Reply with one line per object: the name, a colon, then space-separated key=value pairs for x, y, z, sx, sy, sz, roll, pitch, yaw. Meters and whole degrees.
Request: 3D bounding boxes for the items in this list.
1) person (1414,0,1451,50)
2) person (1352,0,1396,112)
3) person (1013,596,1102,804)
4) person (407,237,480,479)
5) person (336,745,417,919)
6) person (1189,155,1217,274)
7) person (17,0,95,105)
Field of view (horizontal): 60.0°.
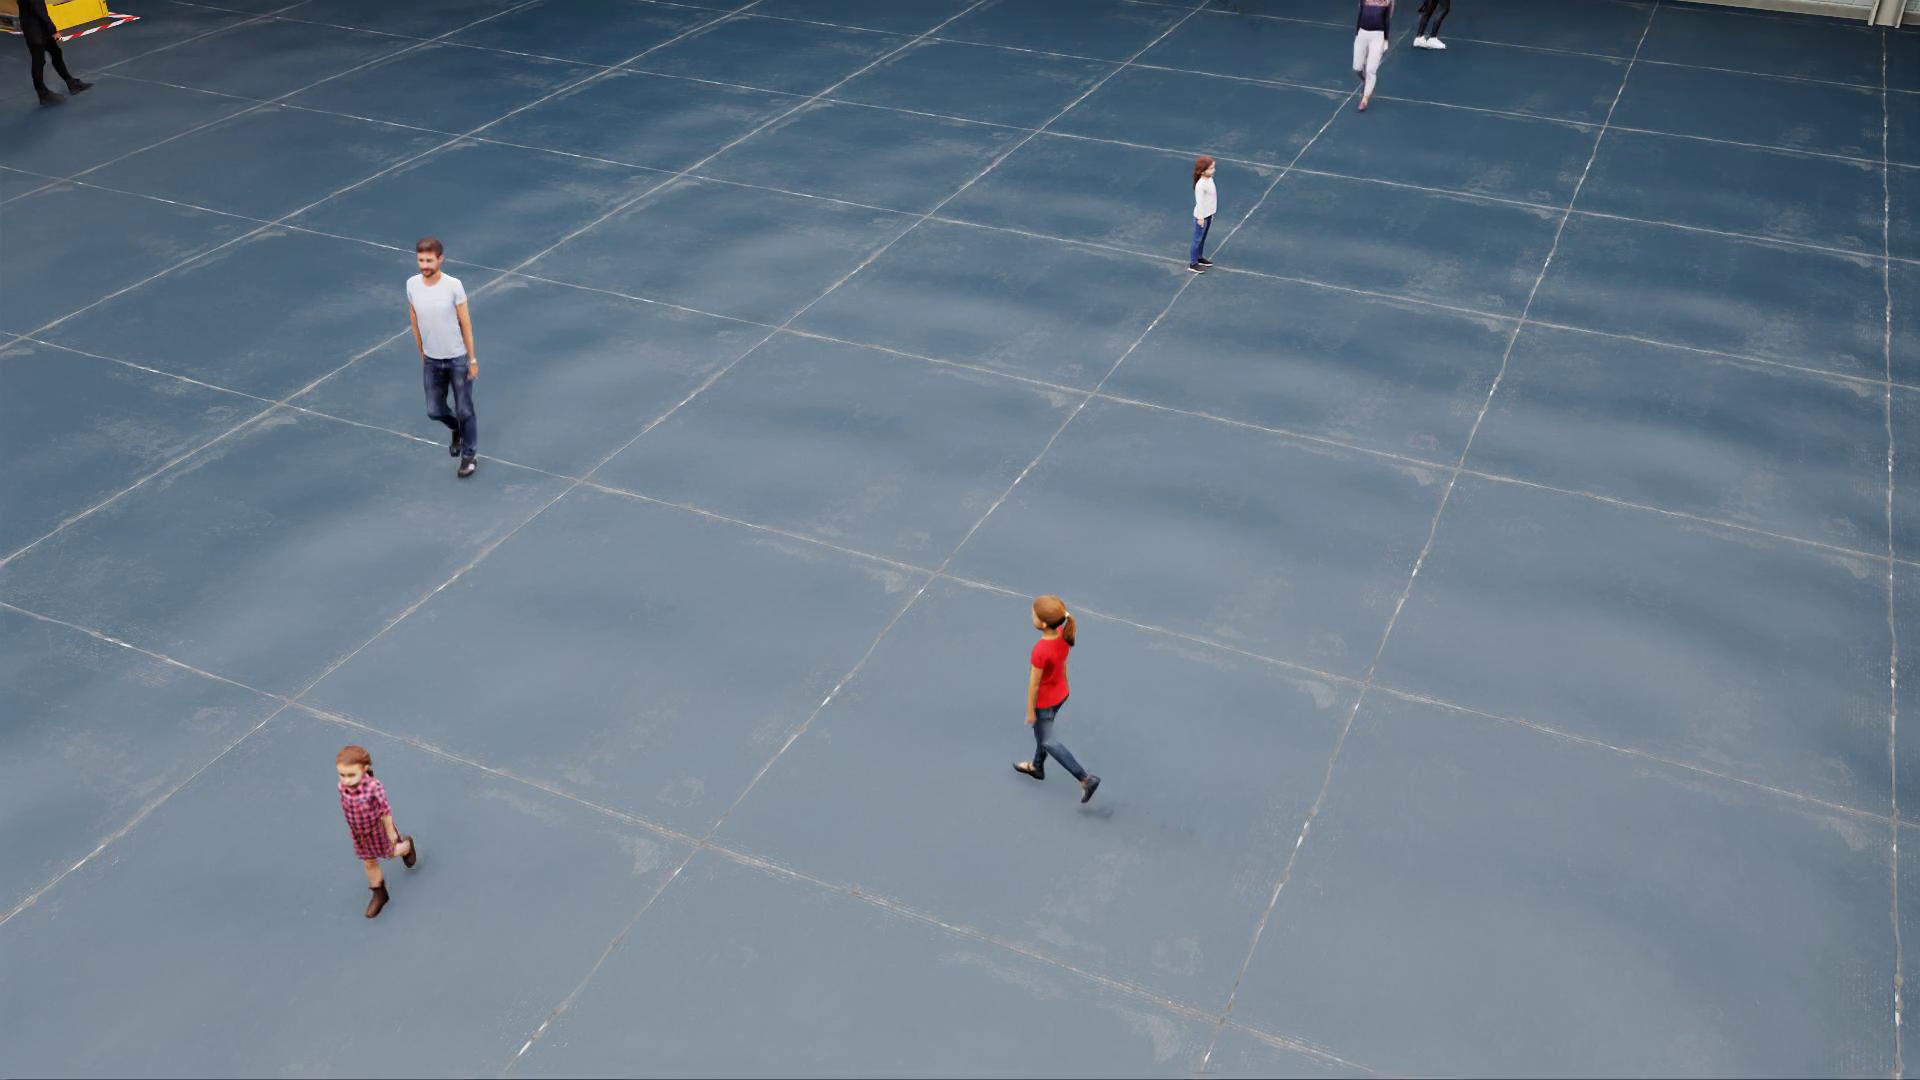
person: x=6.293 y=-7.357 z=21.947 sx=0.729 sy=1.712 sz=0.656 roll=28 pitch=41 yaw=36
person: x=4.923 y=-5.948 z=19.820 sx=0.717 sy=1.598 sz=0.743 roll=21 pitch=38 yaw=29
person: x=0.558 y=0.901 z=9.253 sx=0.846 sy=1.289 sz=0.538 roll=19 pitch=37 yaw=27
person: x=-3.772 y=-1.378 z=12.337 sx=0.786 sy=1.853 sz=0.835 roll=1 pitch=32 yaw=2
person: x=-3.040 y=1.451 z=8.642 sx=0.658 sy=1.010 sz=0.592 roll=5 pitch=33 yaw=8
person: x=2.305 y=-3.114 z=15.784 sx=0.479 sy=1.110 sz=0.445 roll=16 pitch=35 yaw=23
person: x=-11.148 y=-6.098 z=19.912 sx=0.962 sy=1.753 sz=0.945 roll=-16 pitch=36 yaw=-24
